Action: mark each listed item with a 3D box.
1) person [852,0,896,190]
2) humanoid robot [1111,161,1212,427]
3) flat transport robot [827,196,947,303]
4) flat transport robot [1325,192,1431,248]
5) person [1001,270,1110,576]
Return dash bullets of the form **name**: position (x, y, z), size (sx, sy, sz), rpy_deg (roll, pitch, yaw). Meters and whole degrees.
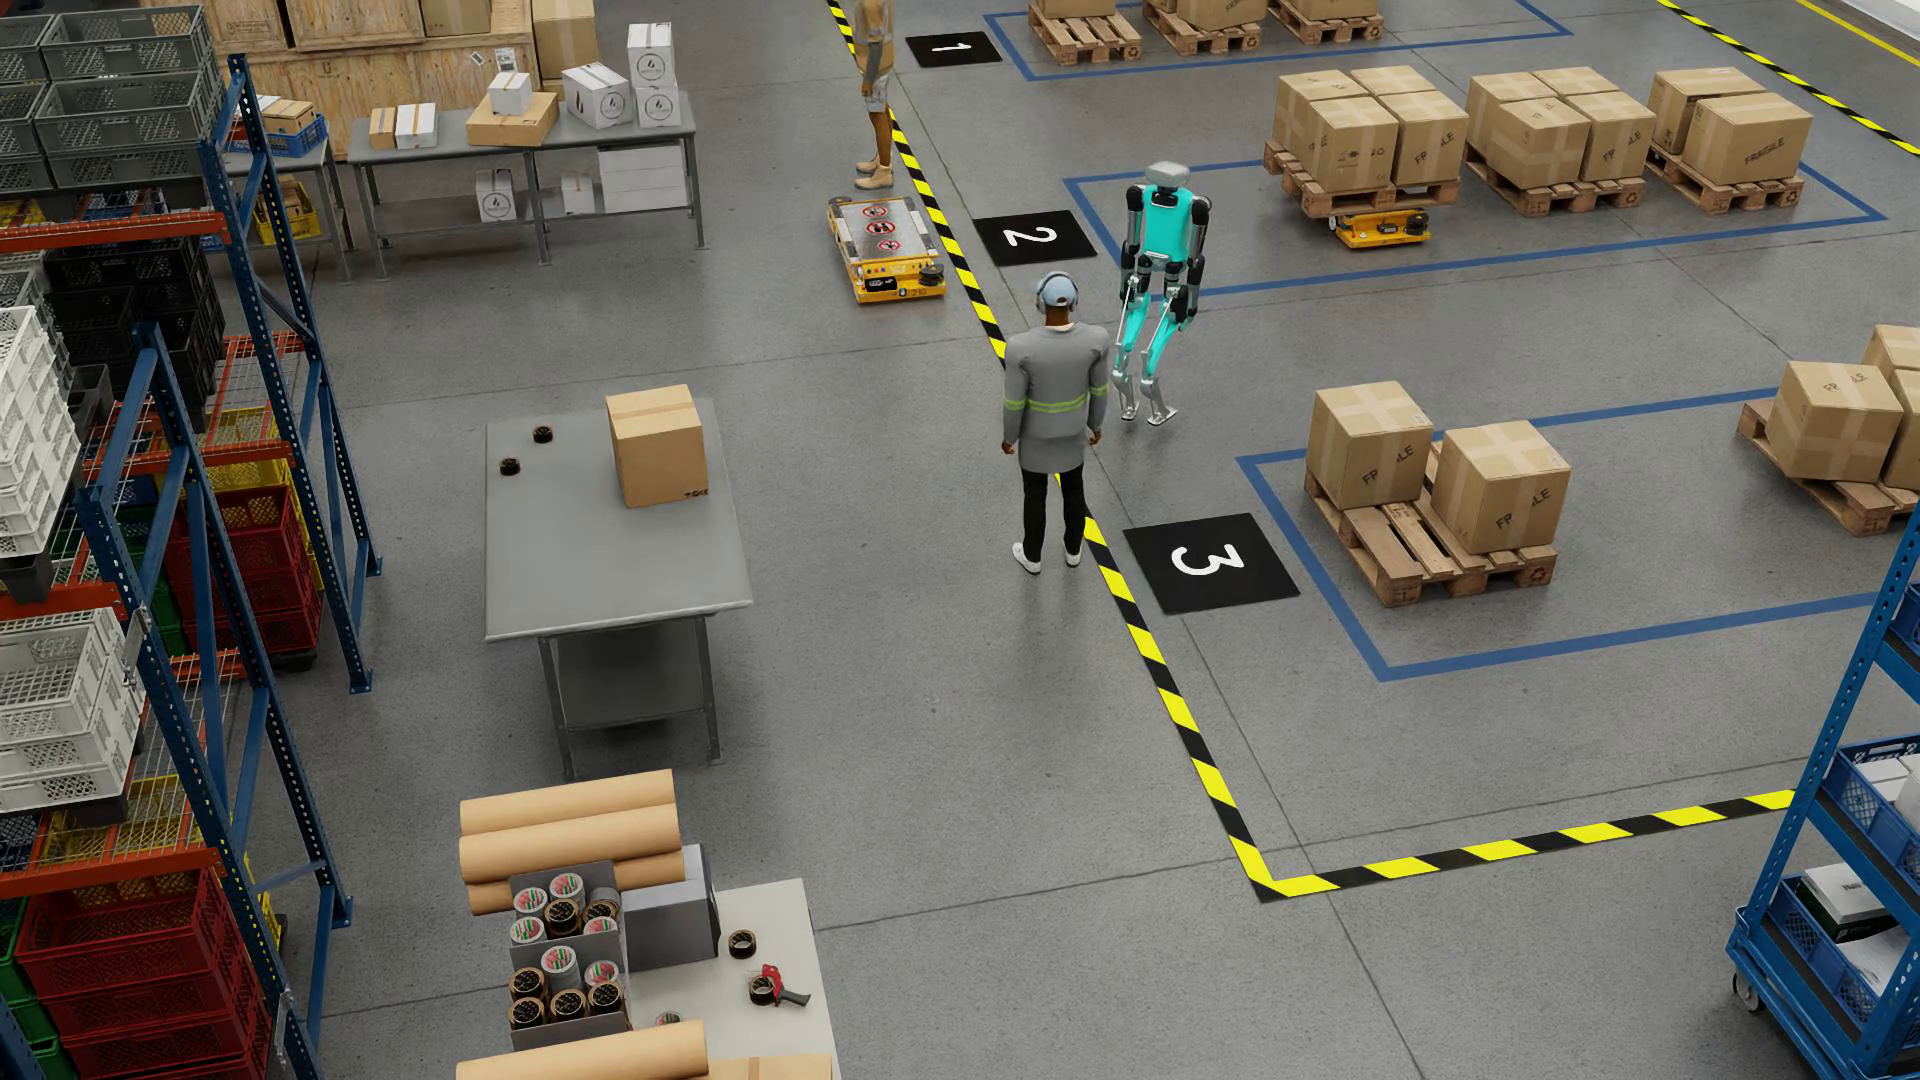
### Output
- **person**: position (-0.704, -3.773, 13.141), size (0.382, 2.041, 0.605), rpy_deg (2, 37, 2)
- **humanoid robot**: position (1.137, -1.426, 10.131), size (0.533, 1.672, 0.735), rpy_deg (18, 40, 23)
- **flat transport robot**: position (-0.570, -2.220, 12.538), size (0.659, 0.231, 1.431), rpy_deg (-8, 37, -10)
- **flat transport robot**: position (3.134, -2.740, 13.213), size (0.652, 0.197, 1.431), rpy_deg (-8, 37, -10)
- **person**: position (0.503, -0.636, 9.082), size (0.598, 1.850, 0.387), rpy_deg (-9, 38, -12)
